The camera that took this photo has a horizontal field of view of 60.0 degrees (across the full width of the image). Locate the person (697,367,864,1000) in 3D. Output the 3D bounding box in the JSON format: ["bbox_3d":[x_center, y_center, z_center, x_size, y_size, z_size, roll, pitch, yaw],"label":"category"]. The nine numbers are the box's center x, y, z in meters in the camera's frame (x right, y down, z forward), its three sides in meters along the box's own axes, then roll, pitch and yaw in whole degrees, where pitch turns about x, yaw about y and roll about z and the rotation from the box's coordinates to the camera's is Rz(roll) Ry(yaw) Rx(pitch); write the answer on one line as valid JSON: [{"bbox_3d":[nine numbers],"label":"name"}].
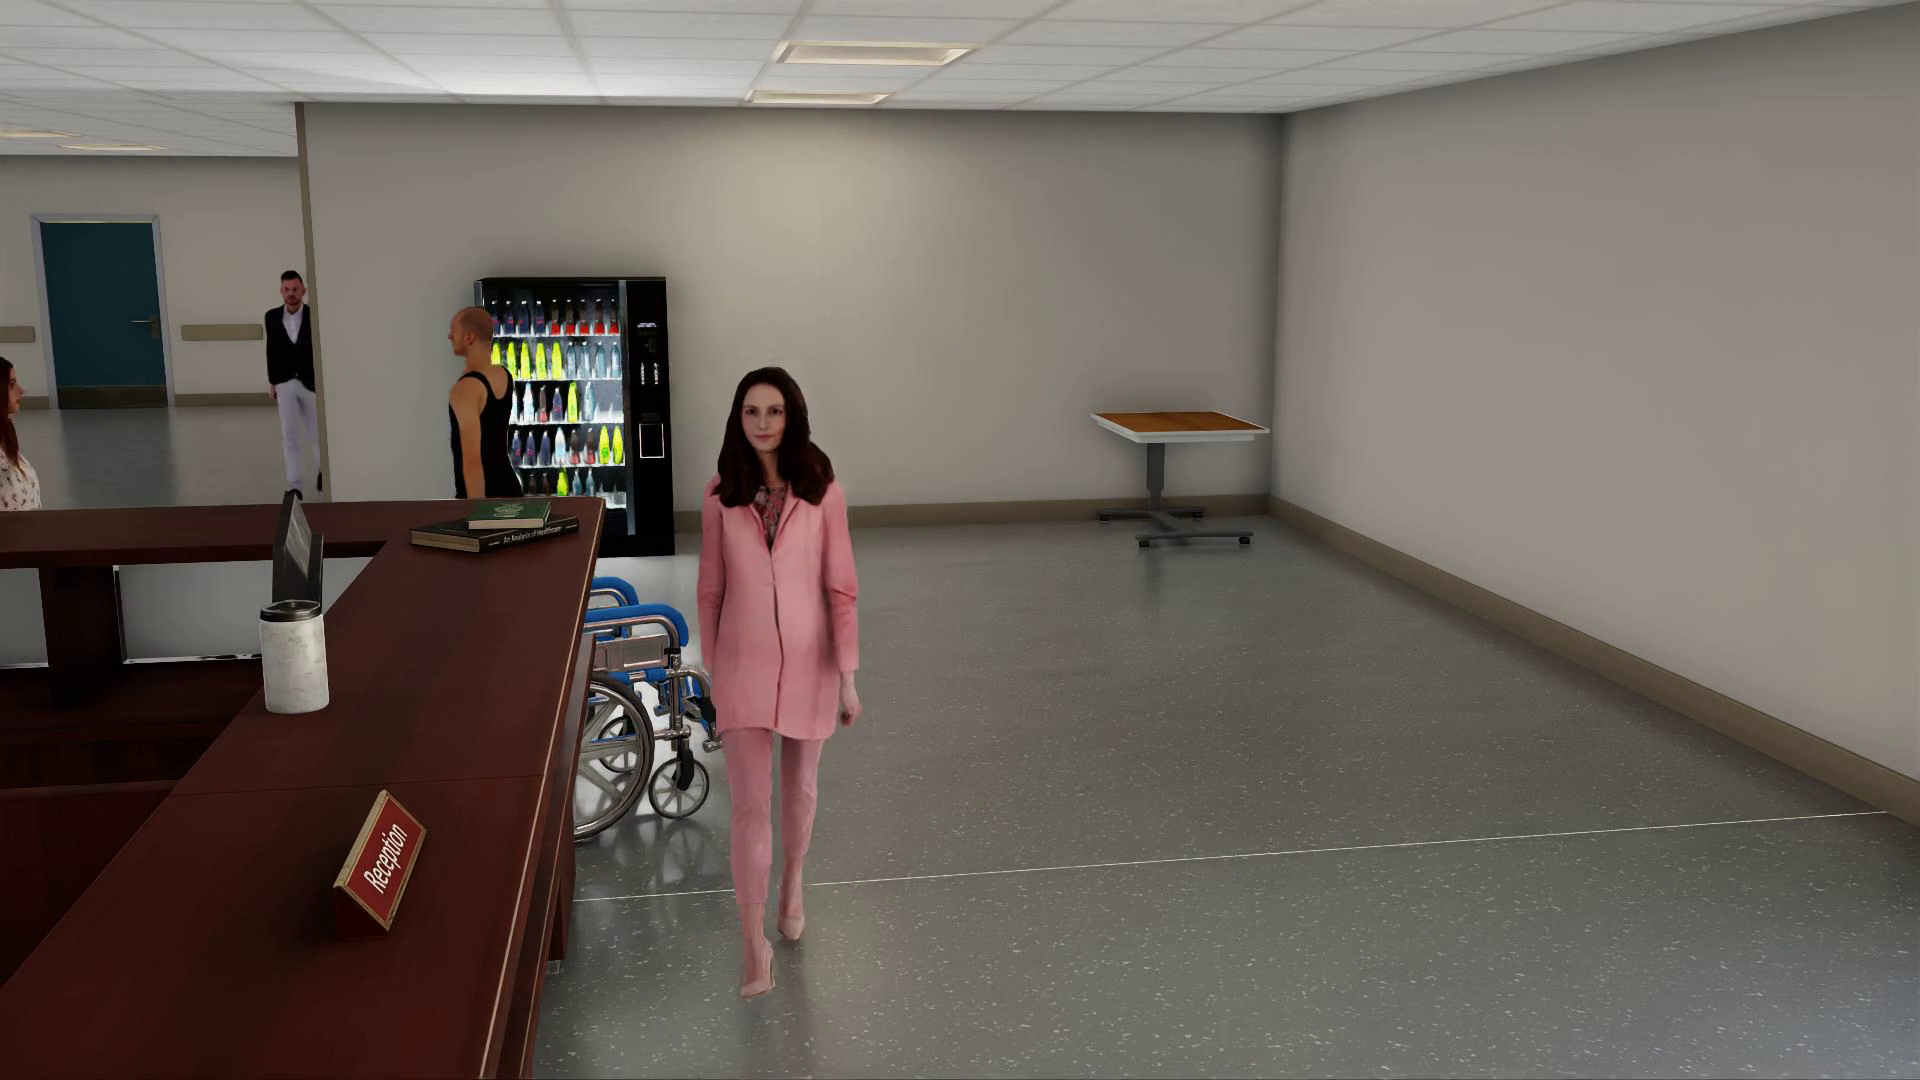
[{"bbox_3d":[-0.523,0.388,4.947,0.997,1.764,0.762,-1,11,-5],"label":"person"}]

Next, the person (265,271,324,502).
[{"bbox_3d":[-5.224,-1.208,13.268,1.133,1.797,0.719,-2,11,-11],"label":"person"}]

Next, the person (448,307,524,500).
[{"bbox_3d":[-2.134,-0.172,7.840,1.205,1.787,0.944,3,11,14],"label":"person"}]
